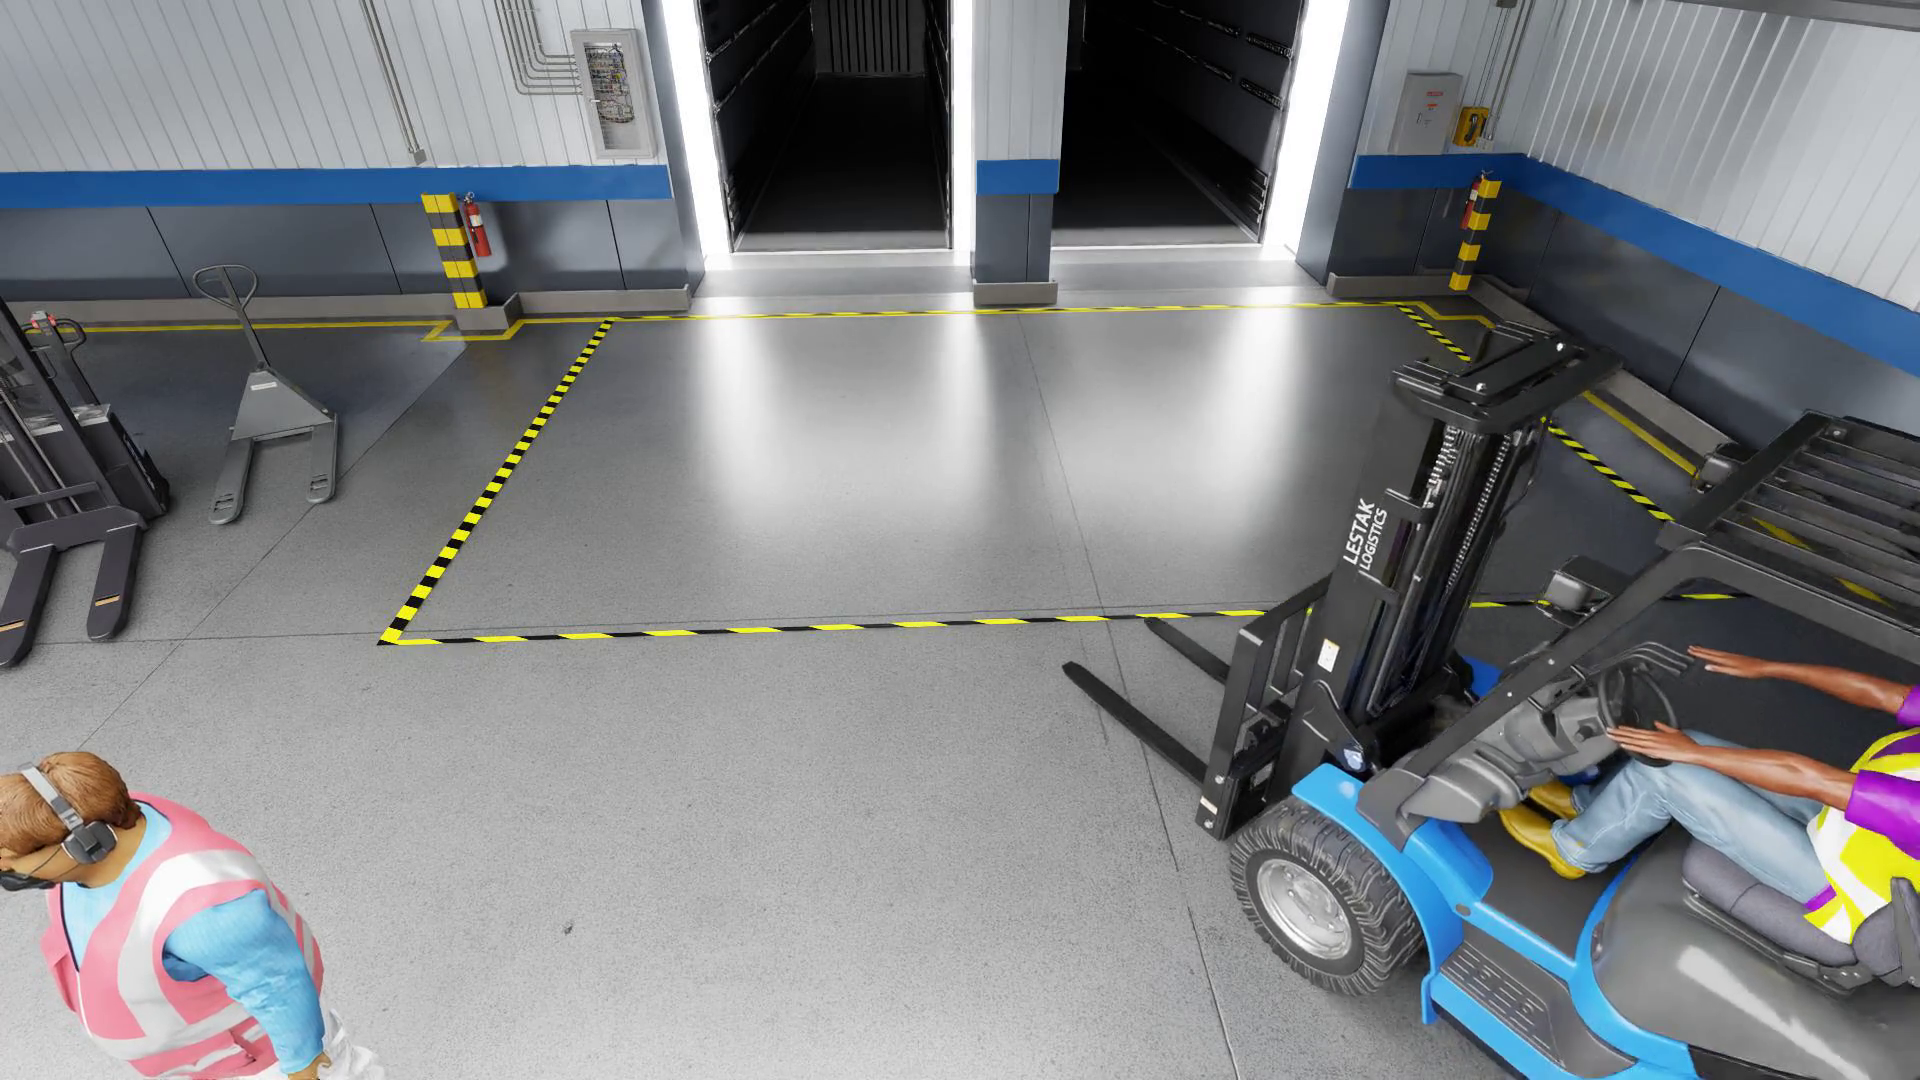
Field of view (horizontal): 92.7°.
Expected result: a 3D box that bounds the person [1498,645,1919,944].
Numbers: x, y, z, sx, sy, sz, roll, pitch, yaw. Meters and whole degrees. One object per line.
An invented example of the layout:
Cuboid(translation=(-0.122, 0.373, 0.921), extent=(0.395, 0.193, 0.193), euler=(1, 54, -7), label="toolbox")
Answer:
Cuboid(translation=(2.175, 0.587, 2.508), extent=(0.635, 1.294, 1.004), euler=(-23, 41, -30), label="person")

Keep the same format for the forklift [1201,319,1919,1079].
Cuboid(translation=(2.205, 0.770, 2.572), extent=(1.157, 2.036, 2.680), euler=(-23, 41, -30), label="forklift")

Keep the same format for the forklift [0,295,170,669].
Cuboid(translation=(-5.212, -0.618, 4.878), extent=(0.823, 1.965, 1.885), euler=(-20, 39, -26), label="forklift")

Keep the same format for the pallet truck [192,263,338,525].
Cuboid(translation=(-4.778, -1.027, 6.128), extent=(0.680, 1.201, 1.601), euler=(-17, 38, -23), label="pallet truck")

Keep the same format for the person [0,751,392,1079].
Cuboid(translation=(-1.881, 1.219, 2.374), extent=(0.623, 1.844, 0.431), euler=(17, 38, 22), label="person")
